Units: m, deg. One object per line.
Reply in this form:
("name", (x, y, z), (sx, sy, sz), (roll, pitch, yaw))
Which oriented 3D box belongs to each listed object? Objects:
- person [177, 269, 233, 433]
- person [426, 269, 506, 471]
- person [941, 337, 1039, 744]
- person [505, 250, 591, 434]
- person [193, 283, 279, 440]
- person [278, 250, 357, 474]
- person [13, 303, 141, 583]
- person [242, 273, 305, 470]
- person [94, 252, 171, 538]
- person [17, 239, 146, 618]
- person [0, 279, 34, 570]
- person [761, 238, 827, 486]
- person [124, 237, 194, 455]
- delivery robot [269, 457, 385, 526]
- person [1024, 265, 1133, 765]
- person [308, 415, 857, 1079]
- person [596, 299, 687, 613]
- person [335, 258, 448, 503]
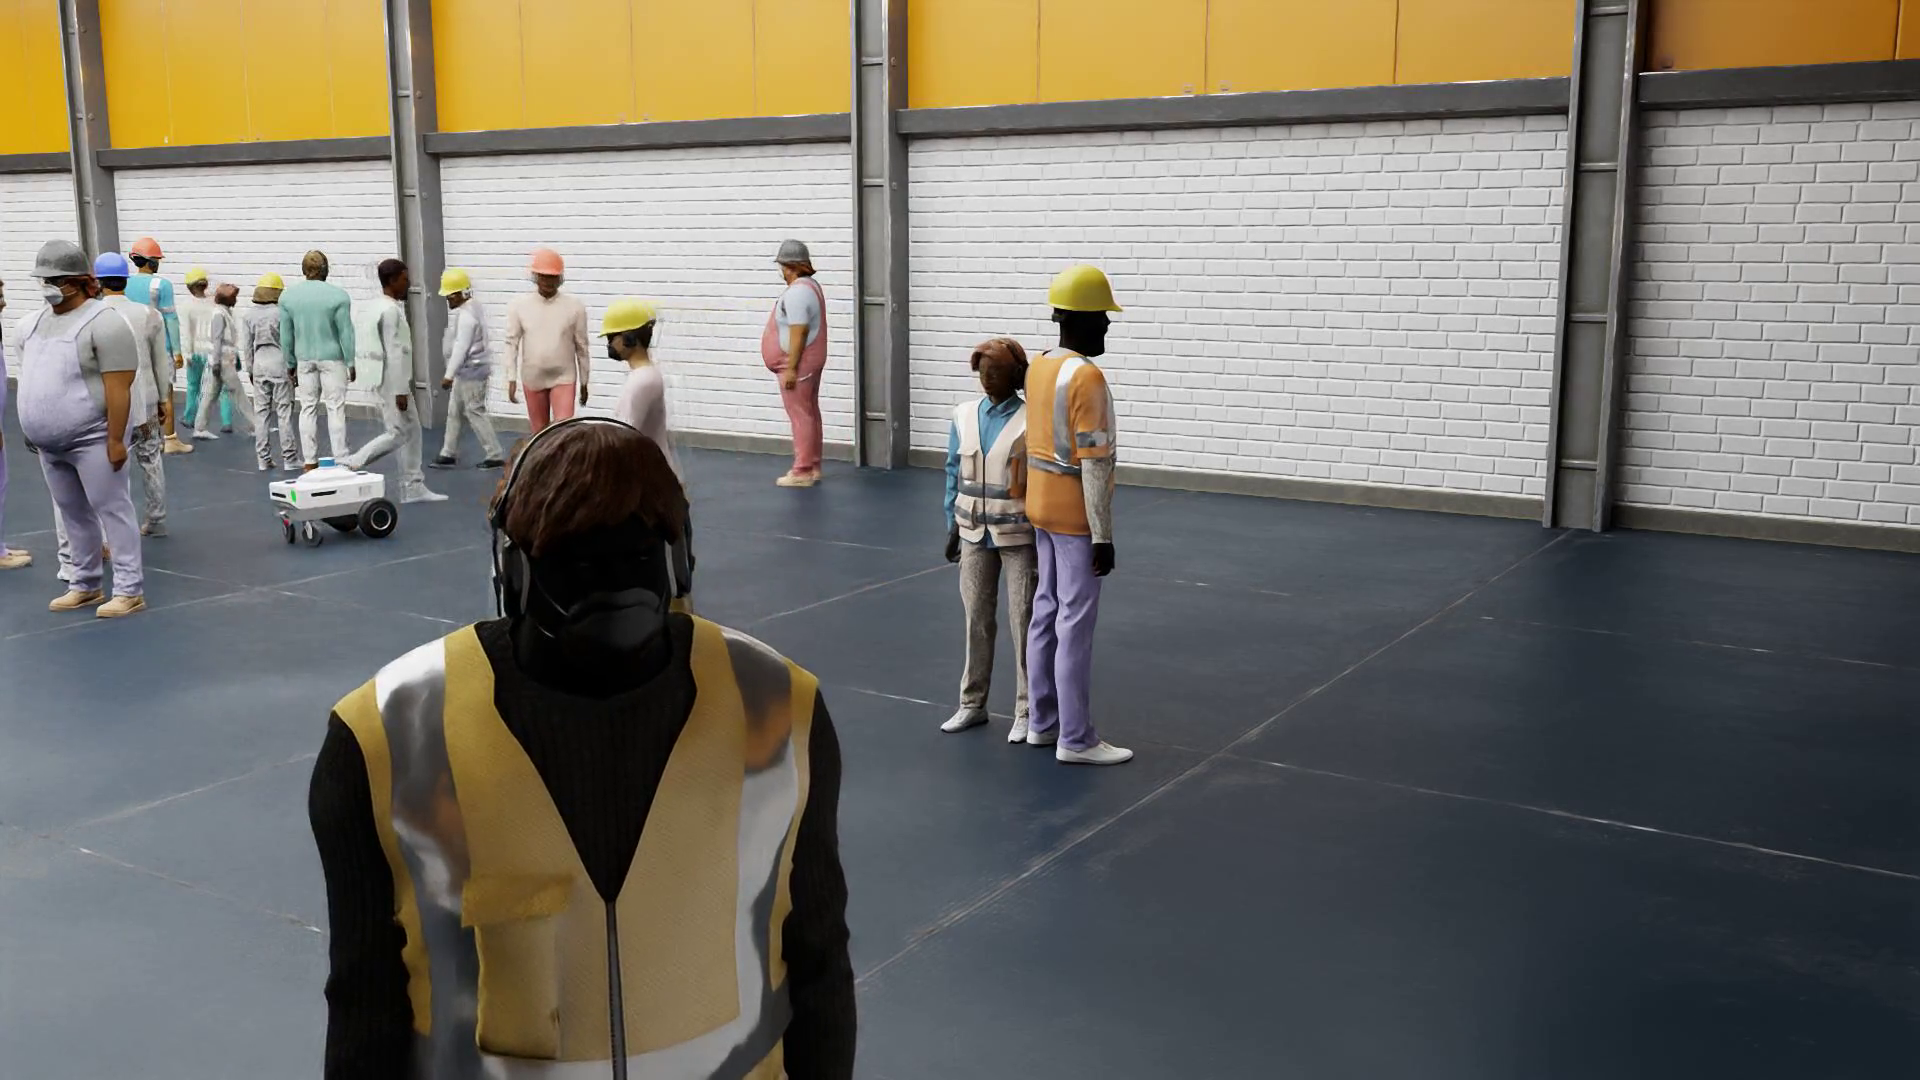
("person", (-7.990, -1.992, 17.573), (0.918, 1.719, 0.529), (10, 14, 44))
("person", (-4.317, -1.461, 14.485), (0.660, 1.772, 0.635), (-4, 11, -19))
("person", (0.163, 0.000, 6.742), (0.512, 1.639, 0.312), (6, 12, 31))
("person", (-3.108, -1.200, 12.564), (0.608, 1.943, 0.991), (-1, 10, -7))
("person", (-7.390, -1.794, 16.802), (0.830, 1.585, 0.580), (-4, 11, -20))
("person", (-5.544, -1.536, 14.422), (0.637, 1.938, 0.355), (0, 10, 2))
("person", (-5.216, -0.696, 9.882), (0.639, 1.902, 0.406), (-6, 12, -29))
("person", (-6.057, -1.483, 14.699), (0.493, 1.733, 0.330), (2, 10, 9))
("person", (-5.618, -0.946, 11.159), (0.413, 1.942, 0.606), (10, 14, 44))
("person", (-4.756, -0.596, 8.933), (0.681, 2.000, 0.535), (5, 11, 25))
("person", (-5.968, -0.720, 10.212), (0.354, 1.834, 0.519), (-7, 12, -34))
("person", (-1.372, -1.467, 13.757), (0.536, 2.000, 0.688), (1, 10, 8))
("person", (-7.593, -1.813, 15.668), (0.608, 2.044, 0.371), (2, 10, 13))
("delivery robot", (-4.268, -0.315, 11.232), (0.477, 0.478, 0.707), (8, 13, 39))
("person", (0.443, -0.093, 6.460), (0.366, 1.927, 0.585), (-4, 11, -22))
("person", (-0.418, 0.764, 1.989), (0.619, 1.836, 0.430), (-3, 11, -18))
("person", (-1.608, -0.249, 7.845), (0.715, 1.743, 0.541), (-2, 10, -9))
("person", (-4.378, -1.187, 12.639), (0.783, 1.894, 0.600), (-4, 11, -20))
